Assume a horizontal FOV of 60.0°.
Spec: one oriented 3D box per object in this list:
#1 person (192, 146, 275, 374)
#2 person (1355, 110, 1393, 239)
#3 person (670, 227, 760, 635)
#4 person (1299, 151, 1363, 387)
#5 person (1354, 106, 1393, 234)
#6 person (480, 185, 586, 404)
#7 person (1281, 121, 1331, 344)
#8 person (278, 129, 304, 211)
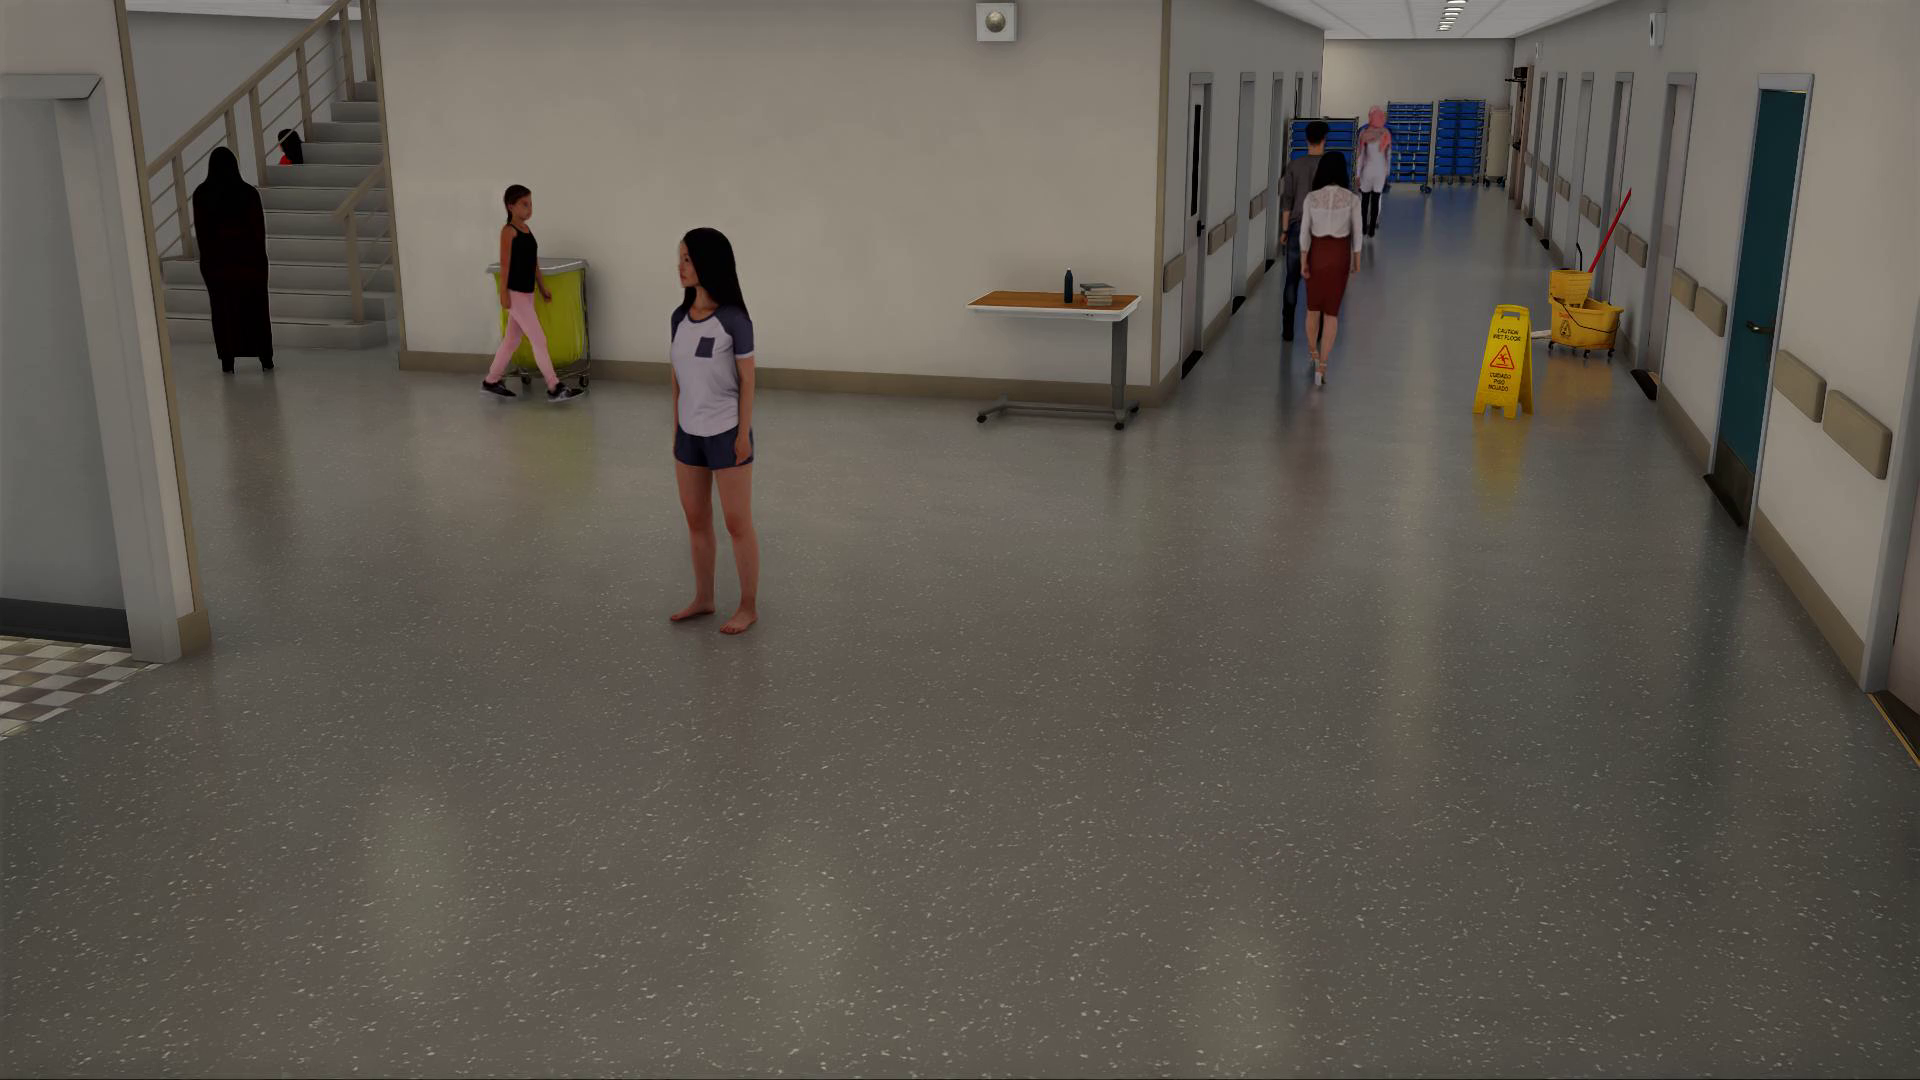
[{"bbox_3d":[-5.731,-2.207,13.123,0.775,1.756,0.814,-7,17,-22],"label":"person"},{"bbox_3d":[5.810,-5.081,23.334,0.670,1.748,1.208,3,16,11],"label":"person"},{"bbox_3d":[-1.039,-0.462,7.026,0.656,1.707,0.631,11,19,33],"label":"person"},{"bbox_3d":[2.760,-2.003,12.473,0.627,1.716,0.988,5,17,18],"label":"person"},{"bbox_3d":[6.069,-5.444,24.476,0.723,1.826,0.863,3,16,9],"label":"person"},{"bbox_3d":[-3.184,-1.713,11.799,0.666,1.524,0.982,2,16,7],"label":"person"},{"bbox_3d":[3.078,-2.706,14.629,0.680,1.899,0.571,5,17,19],"label":"person"},{"bbox_3d":[-6.897,-3.387,17.323,0.707,1.749,0.590,2,16,6],"label":"person"}]
